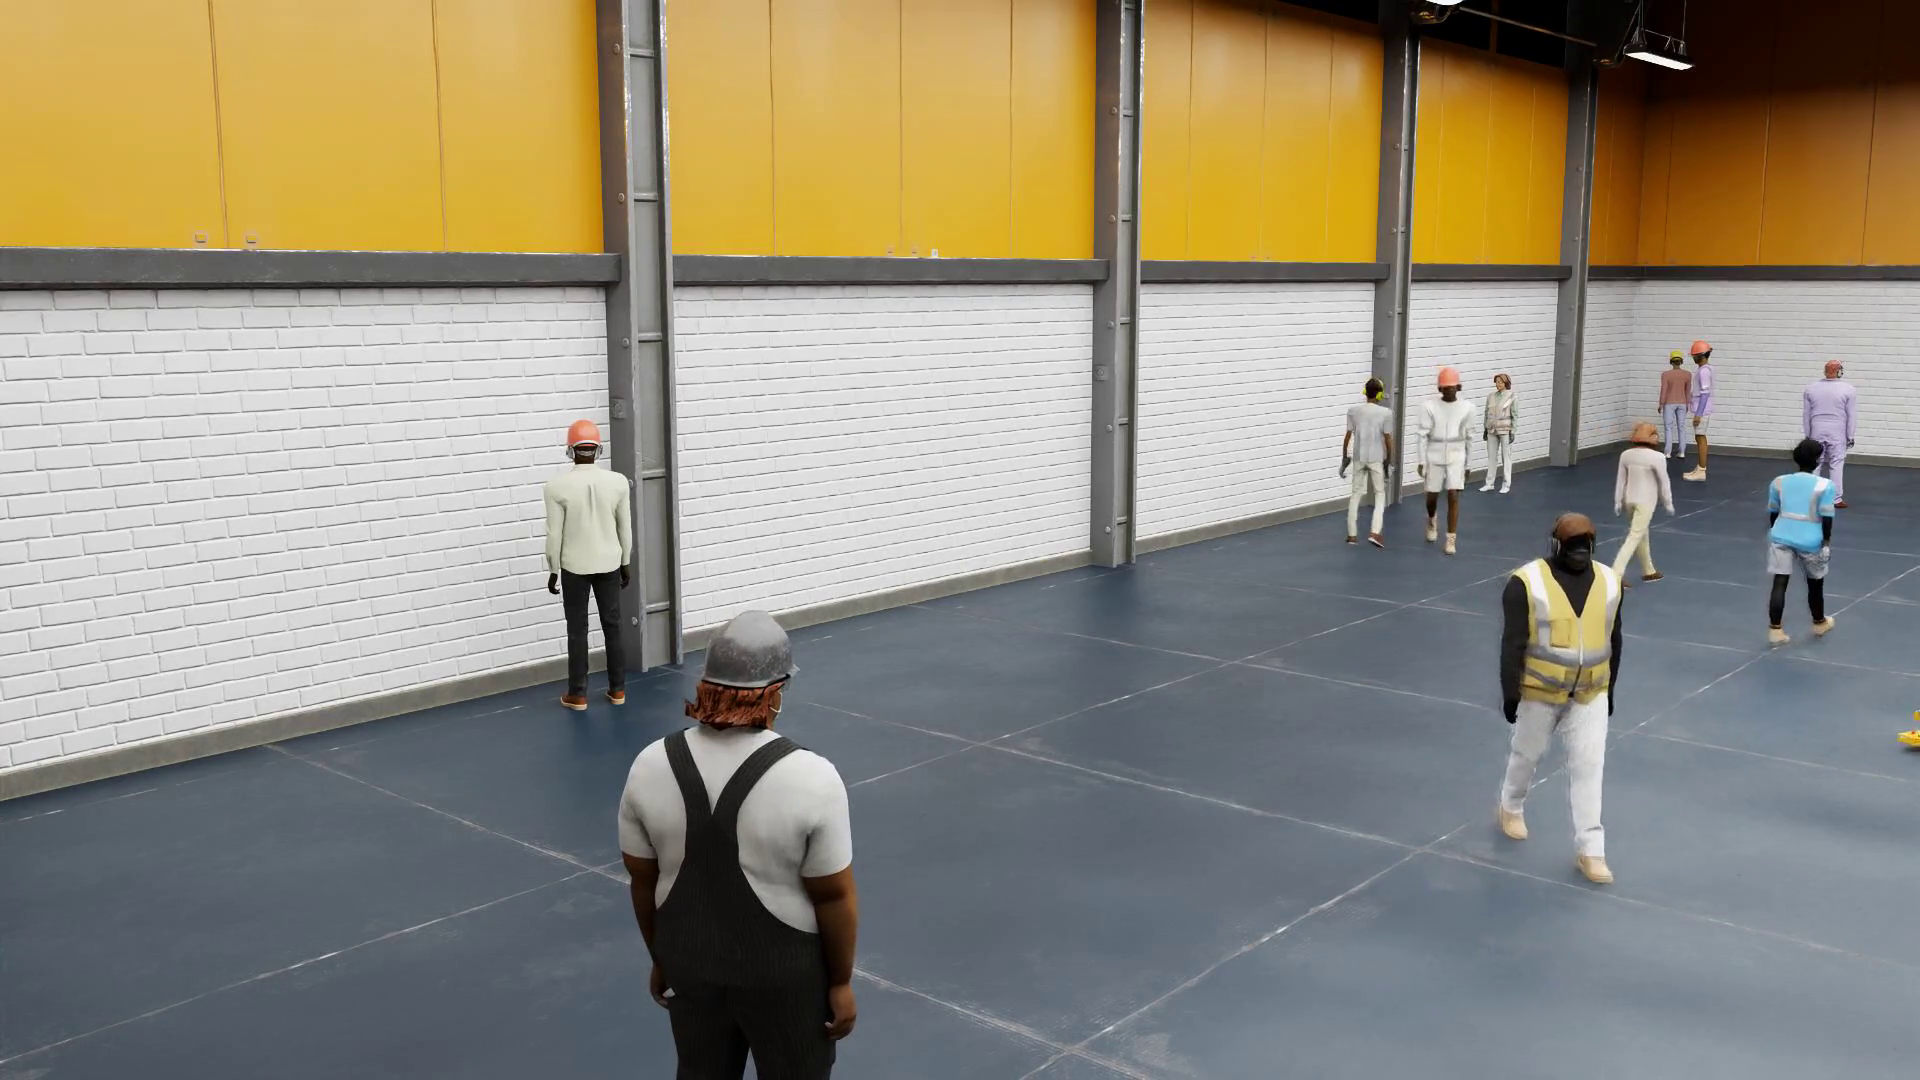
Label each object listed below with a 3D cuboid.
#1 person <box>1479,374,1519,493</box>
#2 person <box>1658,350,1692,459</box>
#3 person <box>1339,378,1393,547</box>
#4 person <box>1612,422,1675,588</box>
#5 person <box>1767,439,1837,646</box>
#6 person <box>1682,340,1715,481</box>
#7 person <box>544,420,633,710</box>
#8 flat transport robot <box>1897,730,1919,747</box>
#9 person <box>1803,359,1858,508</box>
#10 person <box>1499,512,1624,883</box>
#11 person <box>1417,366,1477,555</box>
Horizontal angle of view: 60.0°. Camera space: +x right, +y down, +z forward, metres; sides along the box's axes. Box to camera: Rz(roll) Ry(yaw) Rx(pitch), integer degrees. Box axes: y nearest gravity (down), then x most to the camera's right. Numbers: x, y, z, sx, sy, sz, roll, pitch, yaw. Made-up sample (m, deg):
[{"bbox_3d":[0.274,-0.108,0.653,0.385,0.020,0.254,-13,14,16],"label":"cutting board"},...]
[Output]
[{"bbox_3d":[7.397,-1.460,22.784,0.308,1.640,0.511,-7,12,-38],"label":"person"},{"bbox_3d":[11.584,-2.191,26.987,0.528,1.764,0.328,-1,9,-6],"label":"person"},{"bbox_3d":[4.446,-0.842,18.273,0.592,1.851,0.501,4,10,26],"label":"person"},{"bbox_3d":[6.510,-0.338,15.908,0.868,1.590,0.502,-4,10,-24],"label":"person"},{"bbox_3d":[6.833,0.011,13.459,0.836,1.652,0.557,-8,12,-40],"label":"person"},{"bbox_3d":[10.711,-1.869,24.116,0.392,2.034,0.605,4,10,26],"label":"person"},{"bbox_3d":[-2.548,0.170,11.431,0.611,1.995,0.374,-5,10,-30],"label":"person"},{"bbox_3d":[6.682,1.184,10.460,1.431,0.197,0.652,-4,10,-24],"label":"flat transport robot"},{"bbox_3d":[11.141,-1.358,21.306,0.410,1.909,0.643,-9,13,-44],"label":"person"},{"bbox_3d":[3.054,0.739,8.479,0.639,1.804,0.924,0,9,0],"label":"person"},{"bbox_3d":[5.251,-0.881,17.995,0.611,2.016,0.776,3,9,15],"label":"person"}]
